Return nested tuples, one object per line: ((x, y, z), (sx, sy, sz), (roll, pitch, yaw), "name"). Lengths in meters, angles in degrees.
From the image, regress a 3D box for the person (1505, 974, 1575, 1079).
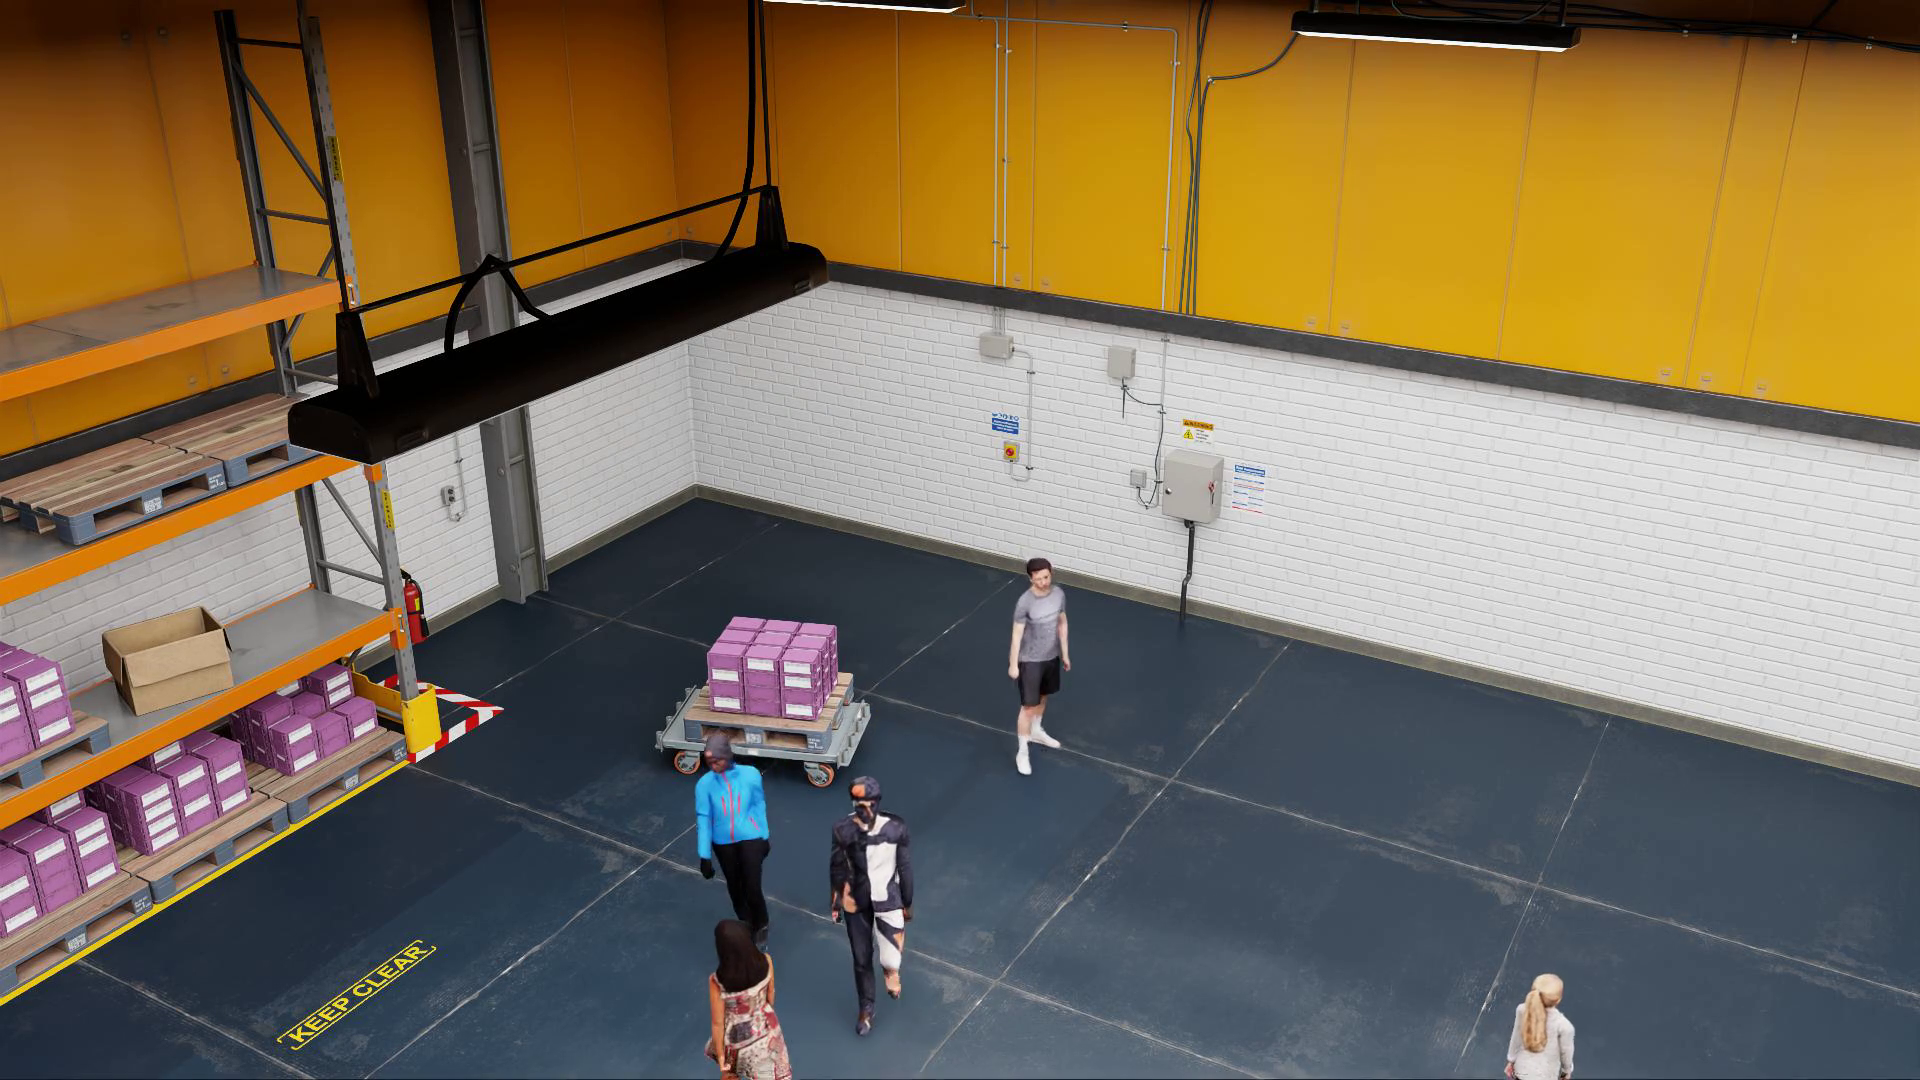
((3.328, 3.097, 9.662), (0.896, 1.258, 0.665), (-19, 30, -37), "person")

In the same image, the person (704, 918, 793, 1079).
((-1.186, 2.941, 9.596), (1.158, 1.595, 1.114), (-10, 26, -22), "person")

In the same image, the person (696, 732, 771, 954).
((-1.509, 2.039, 11.449), (0.779, 1.764, 0.830), (-7, 24, -15), "person")

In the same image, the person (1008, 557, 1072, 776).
((0.613, 0.948, 13.838), (0.959, 1.850, 0.838), (19, 30, 36), "person")

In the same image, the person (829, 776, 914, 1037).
((-0.552, 2.288, 10.737), (0.863, 1.878, 0.922), (1, 24, 2), "person")
